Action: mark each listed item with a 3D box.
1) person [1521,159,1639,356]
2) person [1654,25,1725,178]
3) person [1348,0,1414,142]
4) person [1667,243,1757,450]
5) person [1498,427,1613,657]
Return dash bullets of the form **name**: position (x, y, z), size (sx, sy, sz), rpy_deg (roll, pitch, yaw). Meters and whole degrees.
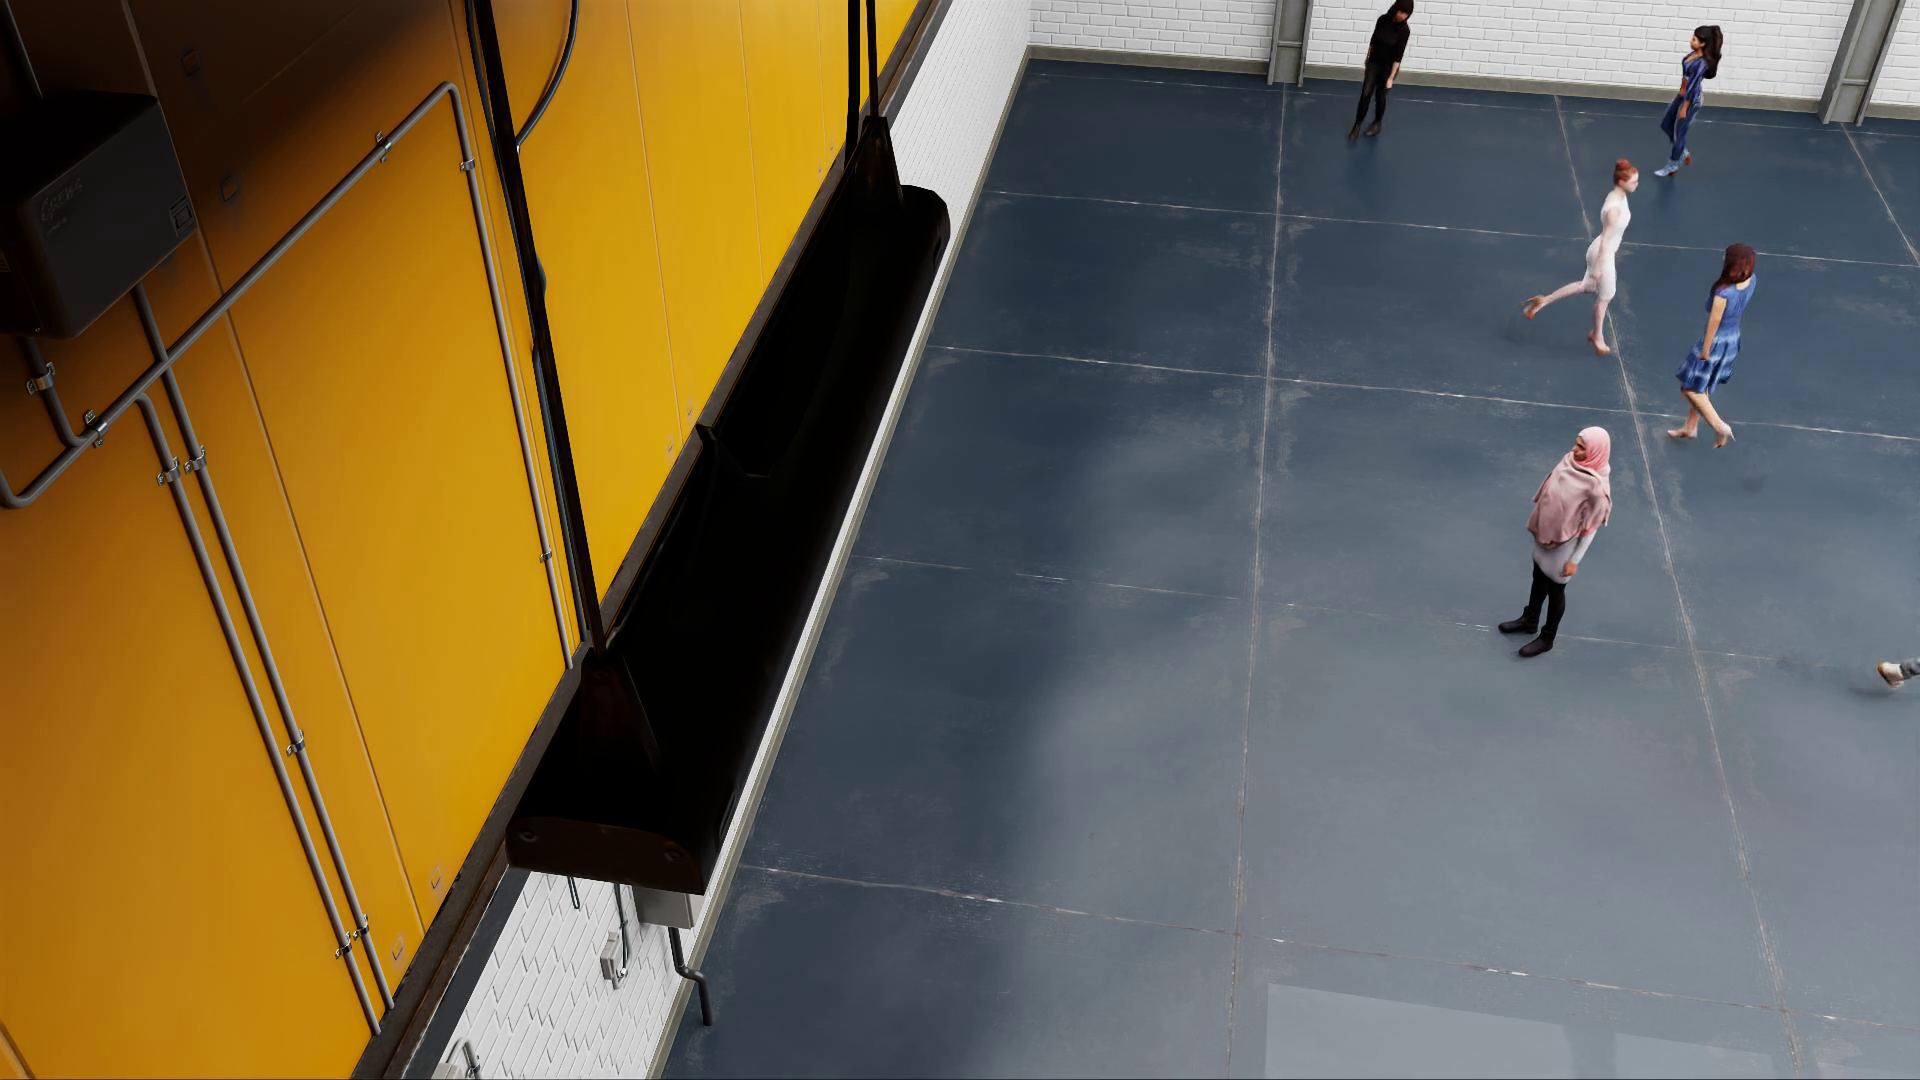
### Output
- **person**: position (5.293, -2.377, 13.994), size (1.097, 1.771, 0.771), rpy_deg (17, 42, 20)
- **person**: position (7.334, -4.365, 16.611), size (0.613, 1.612, 0.630), rpy_deg (5, 39, 7)
- **person**: position (4.422, -4.954, 17.360), size (0.873, 1.596, 0.822), rpy_deg (-29, 47, -31)
- **person**: position (5.859, -1.410, 12.769), size (0.889, 1.789, 0.960), rpy_deg (-26, 46, -29)
- **person**: position (3.972, 0.002, 10.989), size (0.727, 1.803, 0.723), rpy_deg (-8, 39, -10)
